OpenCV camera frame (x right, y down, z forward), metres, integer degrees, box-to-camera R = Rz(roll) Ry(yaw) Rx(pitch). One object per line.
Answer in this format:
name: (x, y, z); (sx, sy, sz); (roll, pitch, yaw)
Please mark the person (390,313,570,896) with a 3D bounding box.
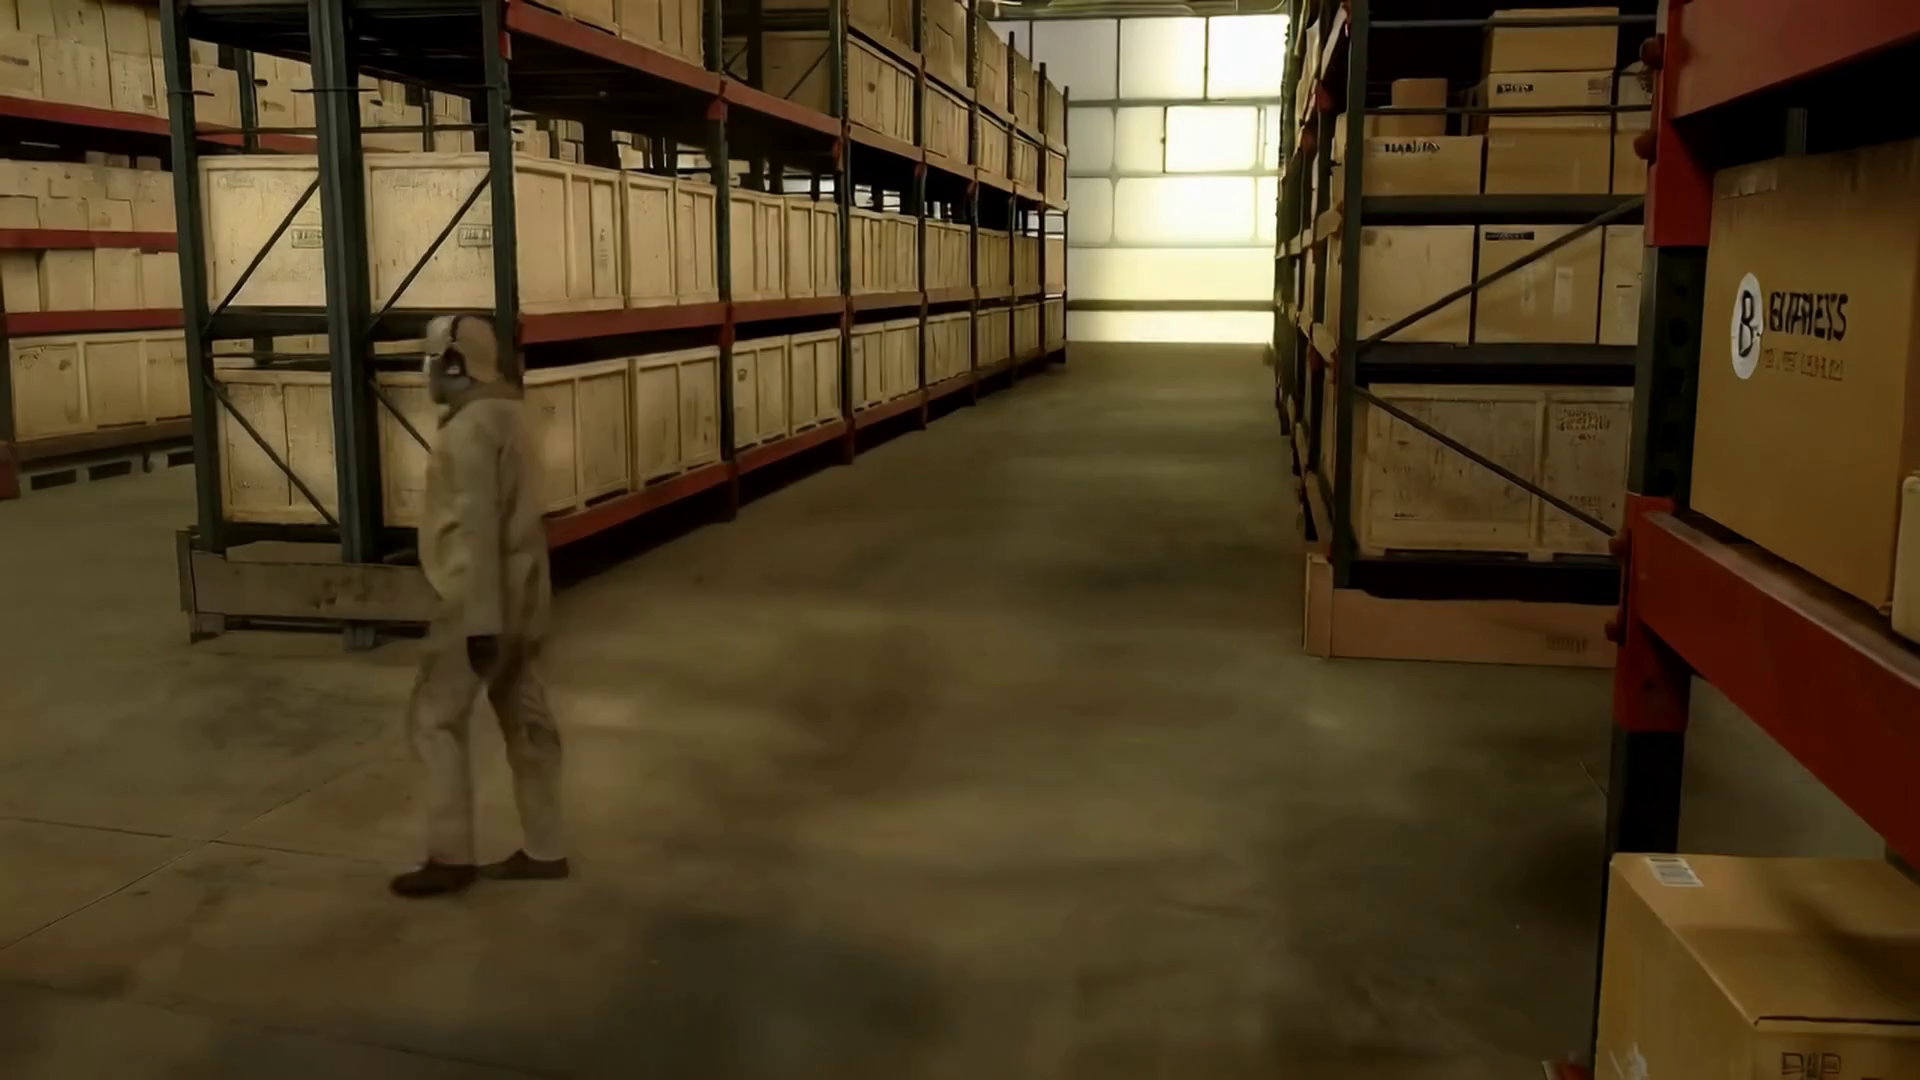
person: (-1.618, 0.215, 5.421); (0.698, 1.882, 0.677); (0, 9, 2)
